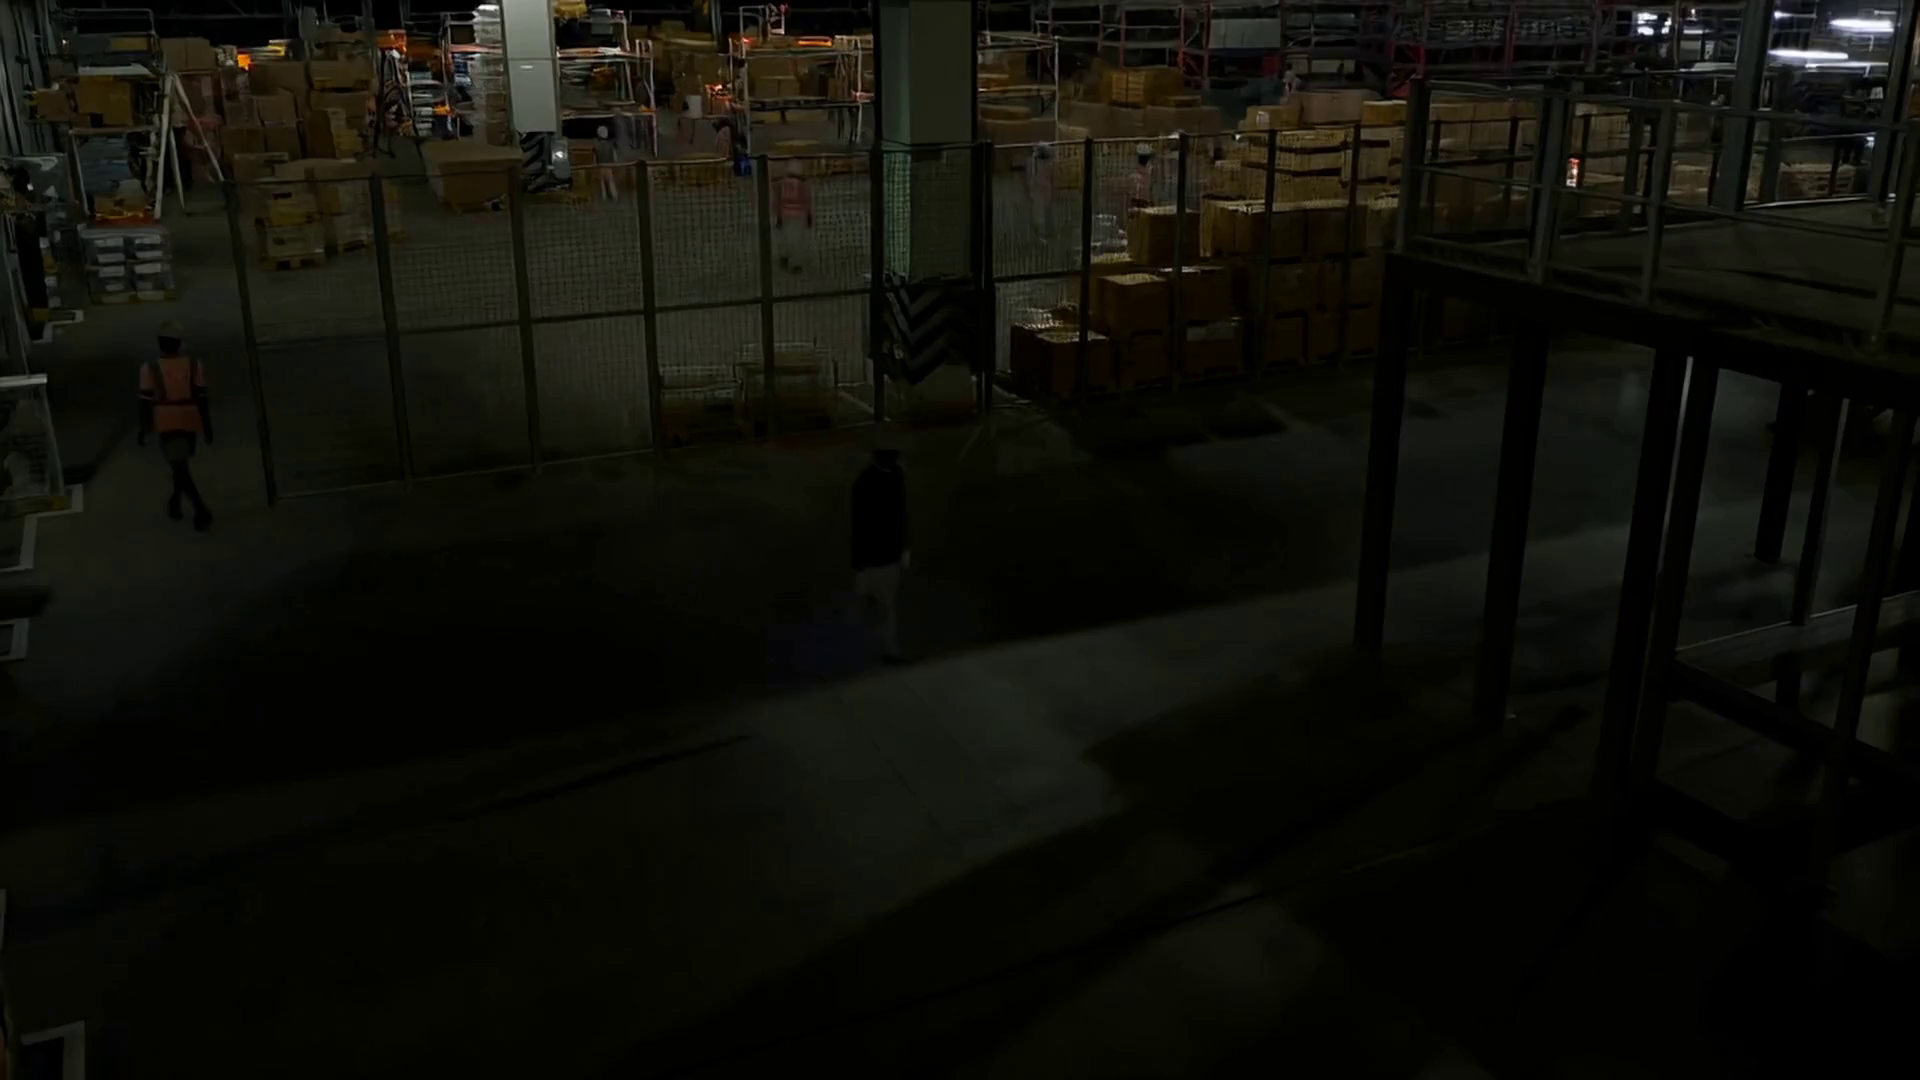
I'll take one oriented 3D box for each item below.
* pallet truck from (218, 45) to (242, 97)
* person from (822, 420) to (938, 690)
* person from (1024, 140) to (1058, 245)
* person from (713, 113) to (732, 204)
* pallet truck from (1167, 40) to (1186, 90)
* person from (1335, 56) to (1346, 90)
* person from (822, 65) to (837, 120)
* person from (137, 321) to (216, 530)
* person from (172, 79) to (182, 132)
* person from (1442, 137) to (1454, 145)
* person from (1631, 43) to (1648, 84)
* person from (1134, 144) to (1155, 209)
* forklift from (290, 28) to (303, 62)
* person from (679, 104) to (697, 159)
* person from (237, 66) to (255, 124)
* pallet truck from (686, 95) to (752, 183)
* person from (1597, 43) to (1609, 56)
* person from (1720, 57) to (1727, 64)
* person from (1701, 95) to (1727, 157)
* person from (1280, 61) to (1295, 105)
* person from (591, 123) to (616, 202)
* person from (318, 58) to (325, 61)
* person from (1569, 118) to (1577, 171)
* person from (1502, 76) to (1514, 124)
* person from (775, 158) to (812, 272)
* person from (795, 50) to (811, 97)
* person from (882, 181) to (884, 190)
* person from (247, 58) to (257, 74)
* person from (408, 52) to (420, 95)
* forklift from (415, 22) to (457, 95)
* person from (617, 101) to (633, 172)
[{"bbox_3d":[-28.879,-18.665,66.111,0.823,1.965,1.885,-3,19,-9],"label":"pallet truck"},{"bbox_3d":[-0.602,0.081,11.827,0.920,1.963,0.623,8,21,22],"label":"person"},{"bbox_3d":[1.480,-6.507,31.015,0.633,1.908,0.957,-7,20,-19],"label":"person"},{"bbox_3d":[-5.157,-8.286,36.131,0.386,1.922,0.594,-1,19,-3],"label":"person"},{"bbox_3d":[9.045,-19.971,69.895,0.823,1.965,1.885,-3,19,-8],"label":"pallet truck"},{"bbox_3d":[14.444,-17.473,63.103,0.322,1.699,0.536,-6,20,-16],"label":"person"},{"bbox_3d":[-4.350,-14.988,55.740,0.521,1.823,0.831,-4,19,-11],"label":"person"},{"bbox_3d":[-7.157,-1.046,15.234,0.628,1.878,0.953,-17,25,-40],"label":"person"},{"bbox_3d":[-24.300,-13.453,51.568,0.563,1.638,0.375,-7,20,-20],"label":"person"},{"bbox_3d":[9.306,-6.796,31.939,0.625,1.844,0.429,-10,22,-28],"label":"person"},{"bbox_3d":[27.909,-19.426,68.404,0.630,1.940,0.372,4,19,11],"label":"person"},{"bbox_3d":[3.293,-6.157,29.956,0.368,1.926,0.594,-5,20,-14],"label":"person"},{"bbox_3d":[-23.854,-17.089,60.209,1.873,2.768,1.129,-9,21,-25],"label":"forklift"},{"bbox_3d":[-6.728,-9.978,41.346,0.483,1.720,0.762,5,20,16],"label":"person"},{"bbox_3d":[-23.212,-14.497,54.235,0.579,1.860,0.863,-3,19,-8],"label":"person"},{"bbox_3d":[-5.836,-9.608,39.856,0.823,1.965,1.885,10,22,27],"label":"pallet truck"},{"bbox_3d":[29.963,-22.551,77.593,0.645,1.872,0.986,-8,21,-23],"label":"person"},{"bbox_3d":[28.984,-17.503,63.234,0.819,1.655,0.553,-12,22,-30],"label":"person"},{"bbox_3d":[20.454,-11.141,44.808,0.539,1.660,0.813,-9,21,-25],"label":"person"},{"bbox_3d":[11.076,-15.057,55.760,0.958,1.935,0.595,16,25,39],"label":"person"},{"bbox_3d":[-7.813,-8.281,36.485,0.546,1.686,0.366,-7,20,-20],"label":"person"},{"bbox_3d":[-22.252,-15.784,57.915,0.933,1.908,0.631,0,19,0],"label":"person"},{"bbox_3d":[13.945,-9.112,38.373,0.417,2.034,0.603,-2,19,-7],"label":"person"},{"bbox_3d":[16.096,-12.674,48.924,1.011,1.890,0.550,16,25,38],"label":"person"},{"bbox_3d":[-2.788,-5.481,27.987,0.605,1.935,0.425,7,20,20],"label":"person"},{"bbox_3d":[-6.154,-18.224,64.992,0.593,1.900,0.513,-10,21,-26],"label":"person"},{"bbox_3d":[-1.474,-8.270,36.028,0.798,1.969,0.615,11,22,29],"label":"person"},{"bbox_3d":[-24.429,-15.690,57.570,0.352,1.942,0.545,-7,20,-19],"label":"person"},{"bbox_3d":[-20.599,-17.474,62.812,0.639,1.903,0.968,0,19,1],"label":"person"},{"bbox_3d":[-21.481,-19.474,67.122,1.129,2.768,1.873,14,23,35],"label":"forklift"},{"bbox_3d":[-8.384,-10.101,41.647,0.410,1.748,0.560,-13,23,-34],"label":"person"}]
